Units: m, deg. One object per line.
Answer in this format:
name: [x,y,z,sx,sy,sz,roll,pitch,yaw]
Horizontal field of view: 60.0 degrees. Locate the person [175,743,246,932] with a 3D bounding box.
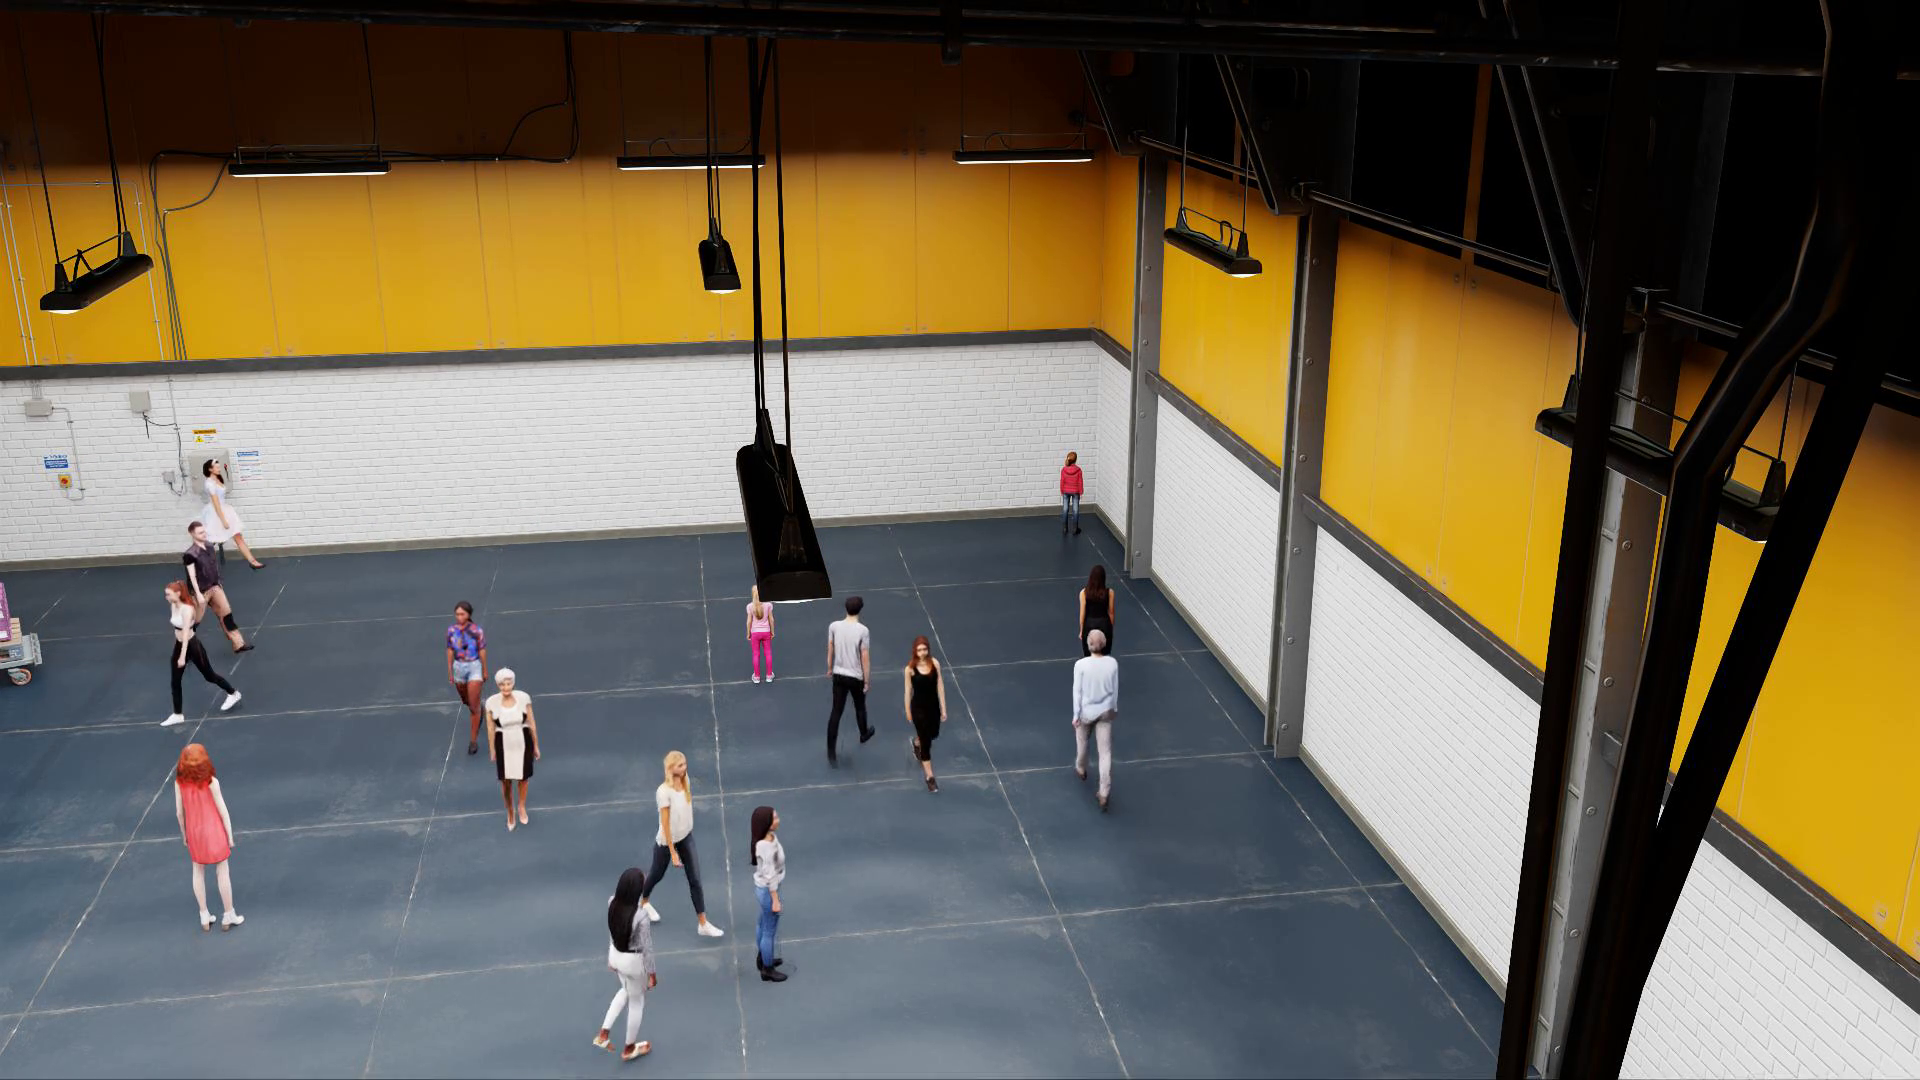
person: [-6.834,2.690,15.072,0.648,1.826,0.600,1,19,4]

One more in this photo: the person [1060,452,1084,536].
person: [1.741,-0.740,26.063,0.581,1.311,0.587,4,19,13]

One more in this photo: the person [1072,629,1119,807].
person: [1.447,1.883,17.435,0.702,1.847,1.243,-3,19,-8]

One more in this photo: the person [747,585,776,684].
person: [-2.463,1.140,20.542,0.491,1.271,0.494,-4,19,-11]

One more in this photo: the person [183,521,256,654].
person: [-9.720,0.649,21.196,1.101,1.785,1.245,5,19,15]

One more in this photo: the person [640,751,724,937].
person: [-2.669,2.735,15.037,1.204,1.763,1.131,12,22,31]

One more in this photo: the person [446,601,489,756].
person: [-5.533,1.493,18.800,0.702,1.715,1.160,0,19,-1]

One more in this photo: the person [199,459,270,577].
person: [-10.768,-0.267,23.941,0.778,1.769,1.110,-2,19,-4]

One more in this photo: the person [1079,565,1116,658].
person: [1.648,1.099,20.010,0.616,1.689,0.594,0,19,-1]

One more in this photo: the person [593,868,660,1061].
person: [-2.672,3.403,13.143,0.813,1.705,0.872,15,23,37]

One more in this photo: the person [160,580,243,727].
person: [-8.887,1.289,19.420,1.138,1.705,1.161,14,23,35]

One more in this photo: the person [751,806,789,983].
person: [-1.668,3.031,14.360,0.676,1.633,0.468,-5,19,-14]

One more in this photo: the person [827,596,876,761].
person: [-1.271,1.571,18.411,1.138,1.815,1.336,6,19,17]

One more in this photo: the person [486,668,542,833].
person: [-4.559,2.089,16.990,0.708,1.739,0.763,-8,20,-21]

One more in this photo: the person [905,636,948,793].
person: [-0.401,1.803,17.906,0.767,1.698,1.142,-8,20,-23]
